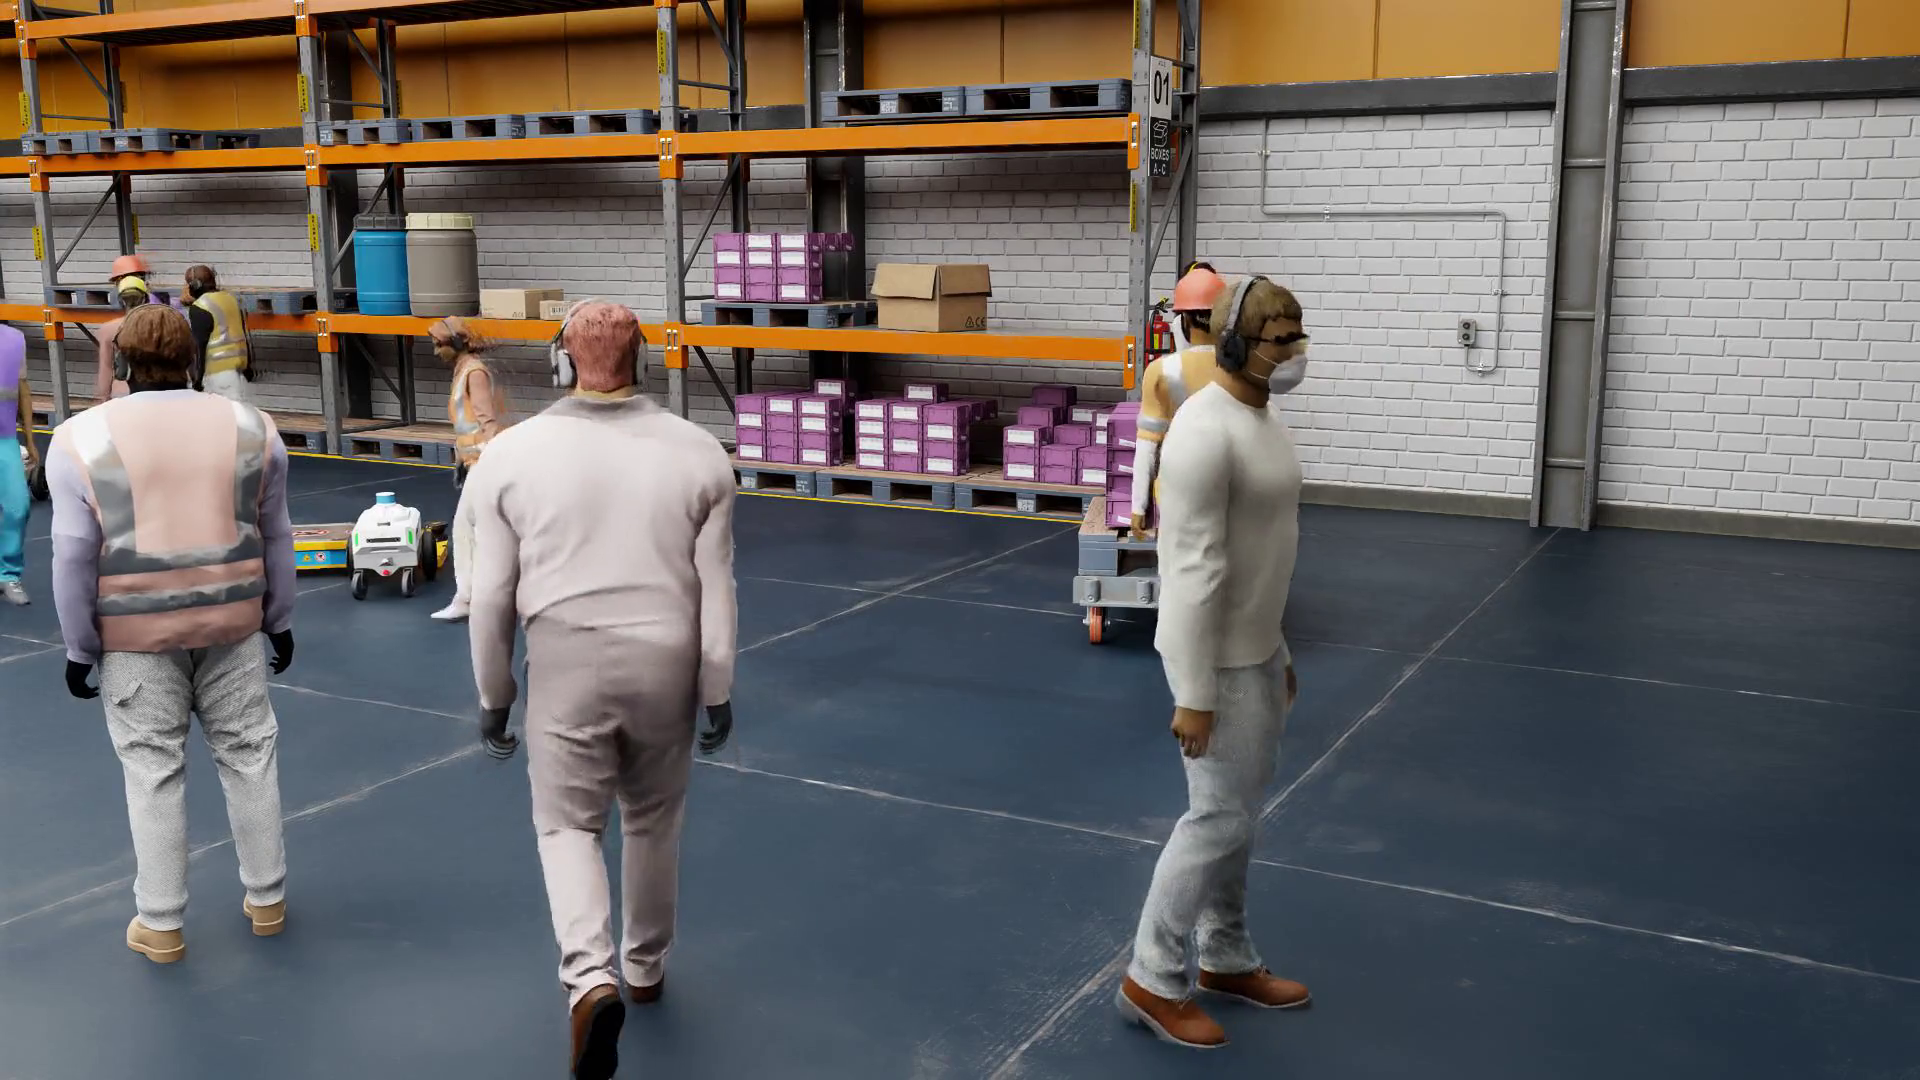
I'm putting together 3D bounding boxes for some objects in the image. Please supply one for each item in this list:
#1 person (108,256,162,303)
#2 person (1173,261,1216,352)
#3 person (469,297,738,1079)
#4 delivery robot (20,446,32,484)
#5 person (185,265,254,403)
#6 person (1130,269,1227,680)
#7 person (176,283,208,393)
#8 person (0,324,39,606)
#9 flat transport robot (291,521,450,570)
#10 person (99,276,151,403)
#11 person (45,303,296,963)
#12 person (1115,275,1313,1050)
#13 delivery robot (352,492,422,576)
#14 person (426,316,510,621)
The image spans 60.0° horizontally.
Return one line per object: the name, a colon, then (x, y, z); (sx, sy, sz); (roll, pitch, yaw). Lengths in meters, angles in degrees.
person: (-6.785, -1.442, 13.962); (0.999, 1.855, 0.555); (-4, 11, -20)
person: (1.516, -0.840, 10.654); (0.532, 1.867, 0.316); (-8, 13, -37)
person: (-0.859, 0.351, 4.096); (0.652, 1.882, 0.813); (-3, 11, -17)
delivery robot: (-7.247, -0.570, 12.514); (0.477, 0.478, 0.707); (-2, 11, -9)
person: (-6.493, -1.487, 14.461); (1.002, 1.770, 0.675); (0, 10, 2)
person: (1.007, -0.199, 7.085); (0.561, 1.897, 0.902); (-2, 11, -13)
person: (-6.948, -1.556, 15.224); (0.497, 1.633, 0.284); (0, 10, 1)
person: (-5.312, -0.520, 9.023); (0.566, 1.817, 0.608); (10, 14, 43)
flat transport robot: (-3.892, 0.046, 10.177); (1.431, 0.197, 0.652); (-2, 11, -12)
person: (-6.038, -1.063, 12.216); (0.557, 1.734, 0.566); (-1, 10, -5)
person: (-2.200, 0.259, 4.697); (0.633, 1.841, 0.429); (-8, 13, -38)
person: (0.677, 0.312, 4.205); (0.426, 1.934, 0.648); (4, 11, 23)
delivery robot: (-3.289, -0.031, 9.561); (0.477, 0.478, 0.707); (-3, 11, -15)
person: (-2.603, -0.379, 8.830); (0.687, 1.599, 0.557); (-4, 11, -20)
